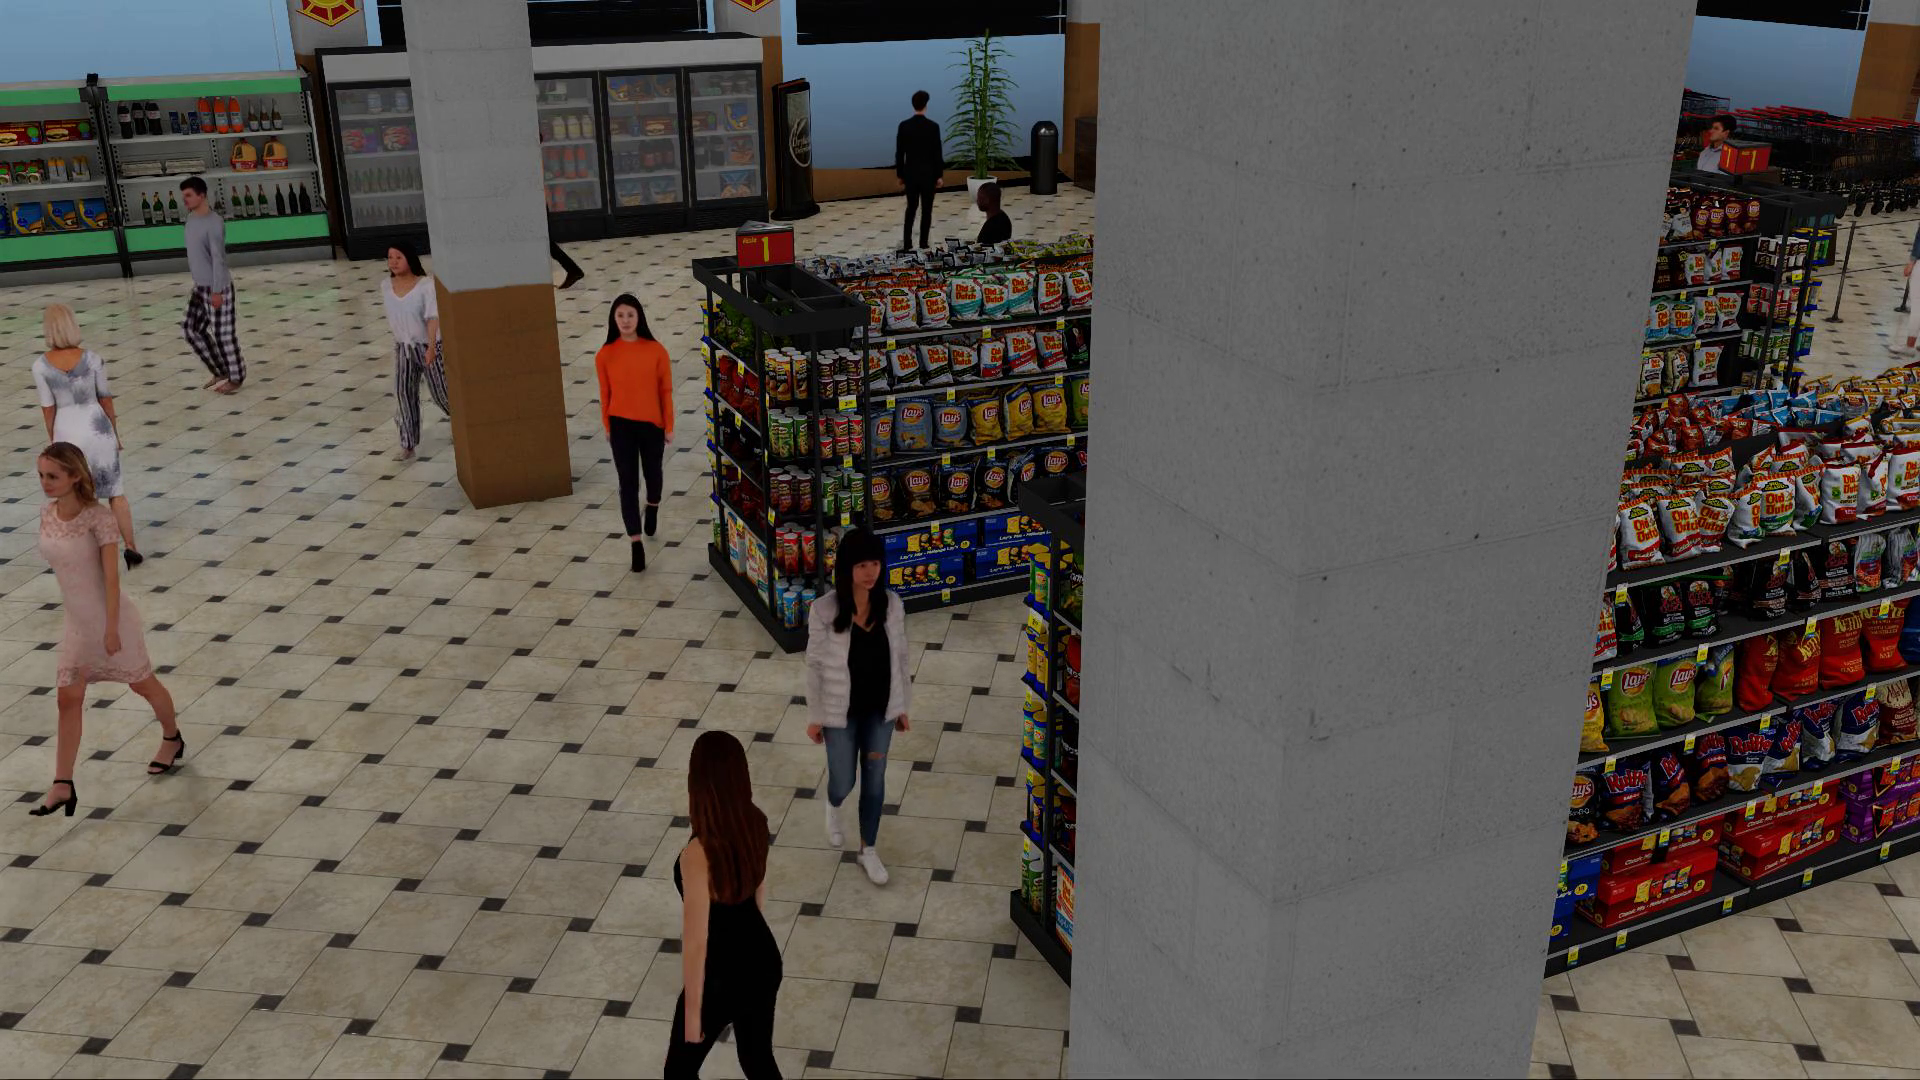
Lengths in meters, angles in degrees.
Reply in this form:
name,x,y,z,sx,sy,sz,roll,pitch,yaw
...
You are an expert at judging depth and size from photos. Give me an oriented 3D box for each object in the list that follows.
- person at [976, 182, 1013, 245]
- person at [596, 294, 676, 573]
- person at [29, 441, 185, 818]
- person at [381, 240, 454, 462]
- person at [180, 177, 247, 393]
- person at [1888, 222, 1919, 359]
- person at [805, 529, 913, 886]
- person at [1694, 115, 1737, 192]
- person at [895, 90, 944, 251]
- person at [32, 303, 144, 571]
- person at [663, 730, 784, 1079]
name,x,y,z,sx,sy,sz,roll,pitch,yaw
person,0.298,-2.113,14.046,0.745,1.818,0.751,2,22,4
person,-2.070,-0.731,10.748,1.086,1.712,0.879,-3,22,-8
person,-3.987,0.381,7.886,1.076,1.782,1.103,7,23,17
person,-4.063,-1.470,12.676,1.144,1.646,1.154,6,23,14
person,-6.318,-2.188,14.203,0.782,1.839,0.800,16,27,35
person,8.899,-2.521,15.218,0.532,1.700,0.724,-4,22,-10
person,-0.474,0.696,7.301,0.678,1.633,0.693,-9,24,-21
person,7.697,-3.392,17.077,0.686,1.929,0.734,-4,22,-10
person,-0.474,-4.181,19.109,0.991,1.878,1.026,5,22,11
person,-5.489,-0.631,10.448,0.434,1.749,0.615,-10,24,-23
person,-0.722,1.440,5.352,0.883,1.705,0.750,9,24,22
